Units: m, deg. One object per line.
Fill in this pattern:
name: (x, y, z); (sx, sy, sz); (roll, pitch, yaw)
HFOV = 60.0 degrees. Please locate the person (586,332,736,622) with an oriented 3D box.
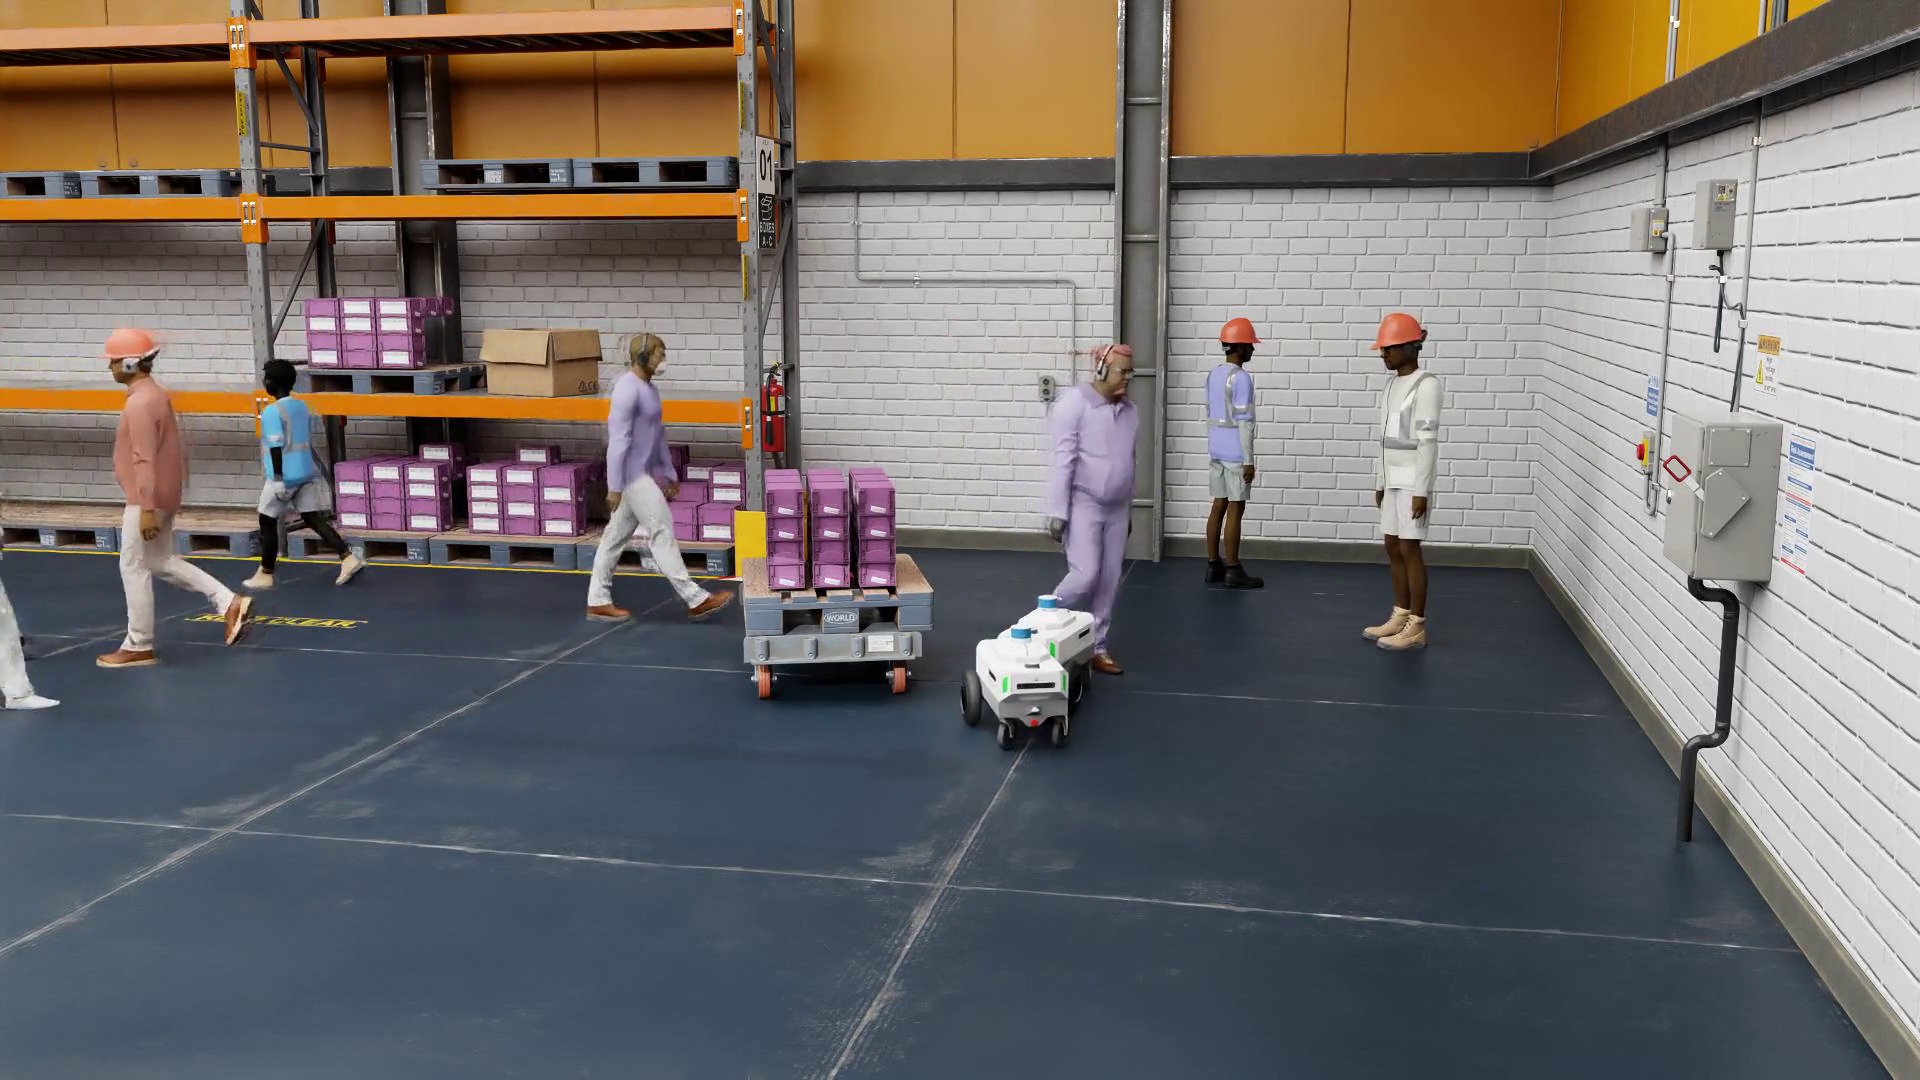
person: (-1.975, -0.388, 10.726); (1.020, 1.878, 0.631); (0, 9, -1)

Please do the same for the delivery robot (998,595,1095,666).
delivery robot: (0.466, 0.537, 8.855); (0.477, 0.478, 0.707); (4, 10, 22)

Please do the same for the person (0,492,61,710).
person: (-5.137, 0.109, 8.536); (0.721, 1.619, 0.519); (-5, 11, -27)

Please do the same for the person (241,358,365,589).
person: (-4.713, -0.465, 11.862); (0.826, 1.667, 0.540); (1, 10, 8)

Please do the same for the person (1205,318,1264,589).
person: (1.972, -0.621, 11.960); (0.358, 1.938, 0.542); (-3, 10, -20)

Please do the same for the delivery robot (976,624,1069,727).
delivery robot: (0.298, 0.656, 8.137); (0.477, 0.478, 0.707); (-2, 10, -10)

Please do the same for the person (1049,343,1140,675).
person: (0.750, -0.181, 9.472); (0.673, 1.883, 0.508); (-8, 12, -39)

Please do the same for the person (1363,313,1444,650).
person: (2.670, -0.353, 10.089); (0.409, 2.028, 0.615); (-2, 10, -10)

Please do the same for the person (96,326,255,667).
person: (-4.610, -0.250, 9.640); (0.772, 1.974, 0.624); (-3, 10, -15)

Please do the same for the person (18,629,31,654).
person: (-5.875, -0.139, 9.525); (0.919, 1.794, 0.595); (-4, 10, -25)
